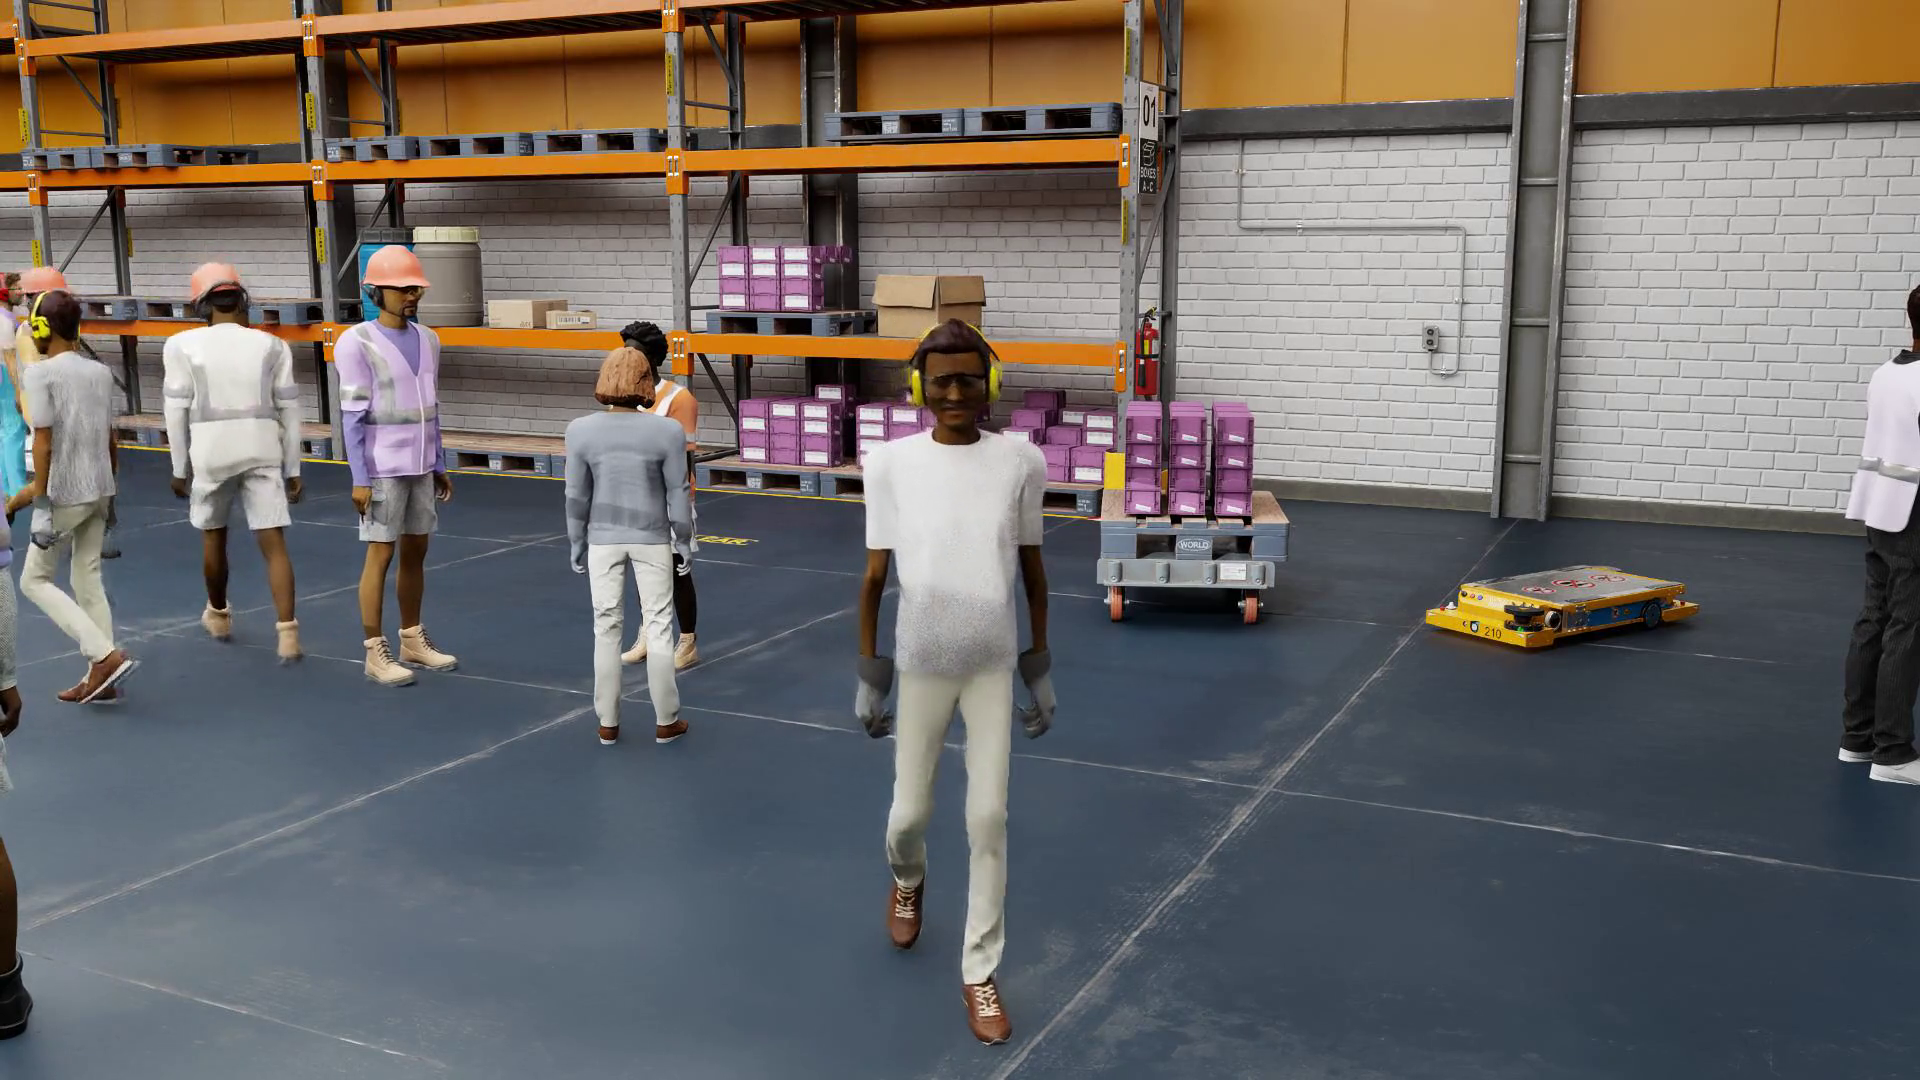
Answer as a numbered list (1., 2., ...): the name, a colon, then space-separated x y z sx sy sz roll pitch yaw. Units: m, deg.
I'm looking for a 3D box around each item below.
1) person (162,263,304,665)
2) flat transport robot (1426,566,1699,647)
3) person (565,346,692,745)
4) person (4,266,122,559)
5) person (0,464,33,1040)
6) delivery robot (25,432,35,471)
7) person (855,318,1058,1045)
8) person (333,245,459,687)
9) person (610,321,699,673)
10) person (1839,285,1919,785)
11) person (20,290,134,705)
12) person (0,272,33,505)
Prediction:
1. person: -3.627 -0.388 8.313 0.620 1.943 1.115 -7 12 -33
2. flat transport robot: 3.251 0.338 8.940 1.431 0.197 0.652 -6 12 -32
3. person: -1.348 0.029 6.810 0.509 1.632 0.267 0 10 -2
4. person: -5.915 -0.795 10.713 0.723 1.923 0.555 -2 10 -11
5. person: -2.641 0.350 4.135 0.542 1.928 0.374 -9 13 -41
6. delivery robot: -7.958 -0.731 13.982 0.707 0.478 0.477 -2 10 -11
7. person: -0.008 0.333 4.453 0.548 1.852 0.740 -1 10 -7
8. person: -2.607 -0.348 7.798 0.396 2.042 0.611 4 11 24
9. person: -1.474 -0.206 8.001 0.530 1.689 0.321 6 12 31
10. person: 3.619 -0.032 6.344 0.388 1.919 0.593 1 10 5
11. person: -3.926 -0.168 7.323 0.394 1.845 0.537 2 10 11
12. person: -7.535 -1.192 13.188 0.390 1.847 0.563 -8 13 -38
